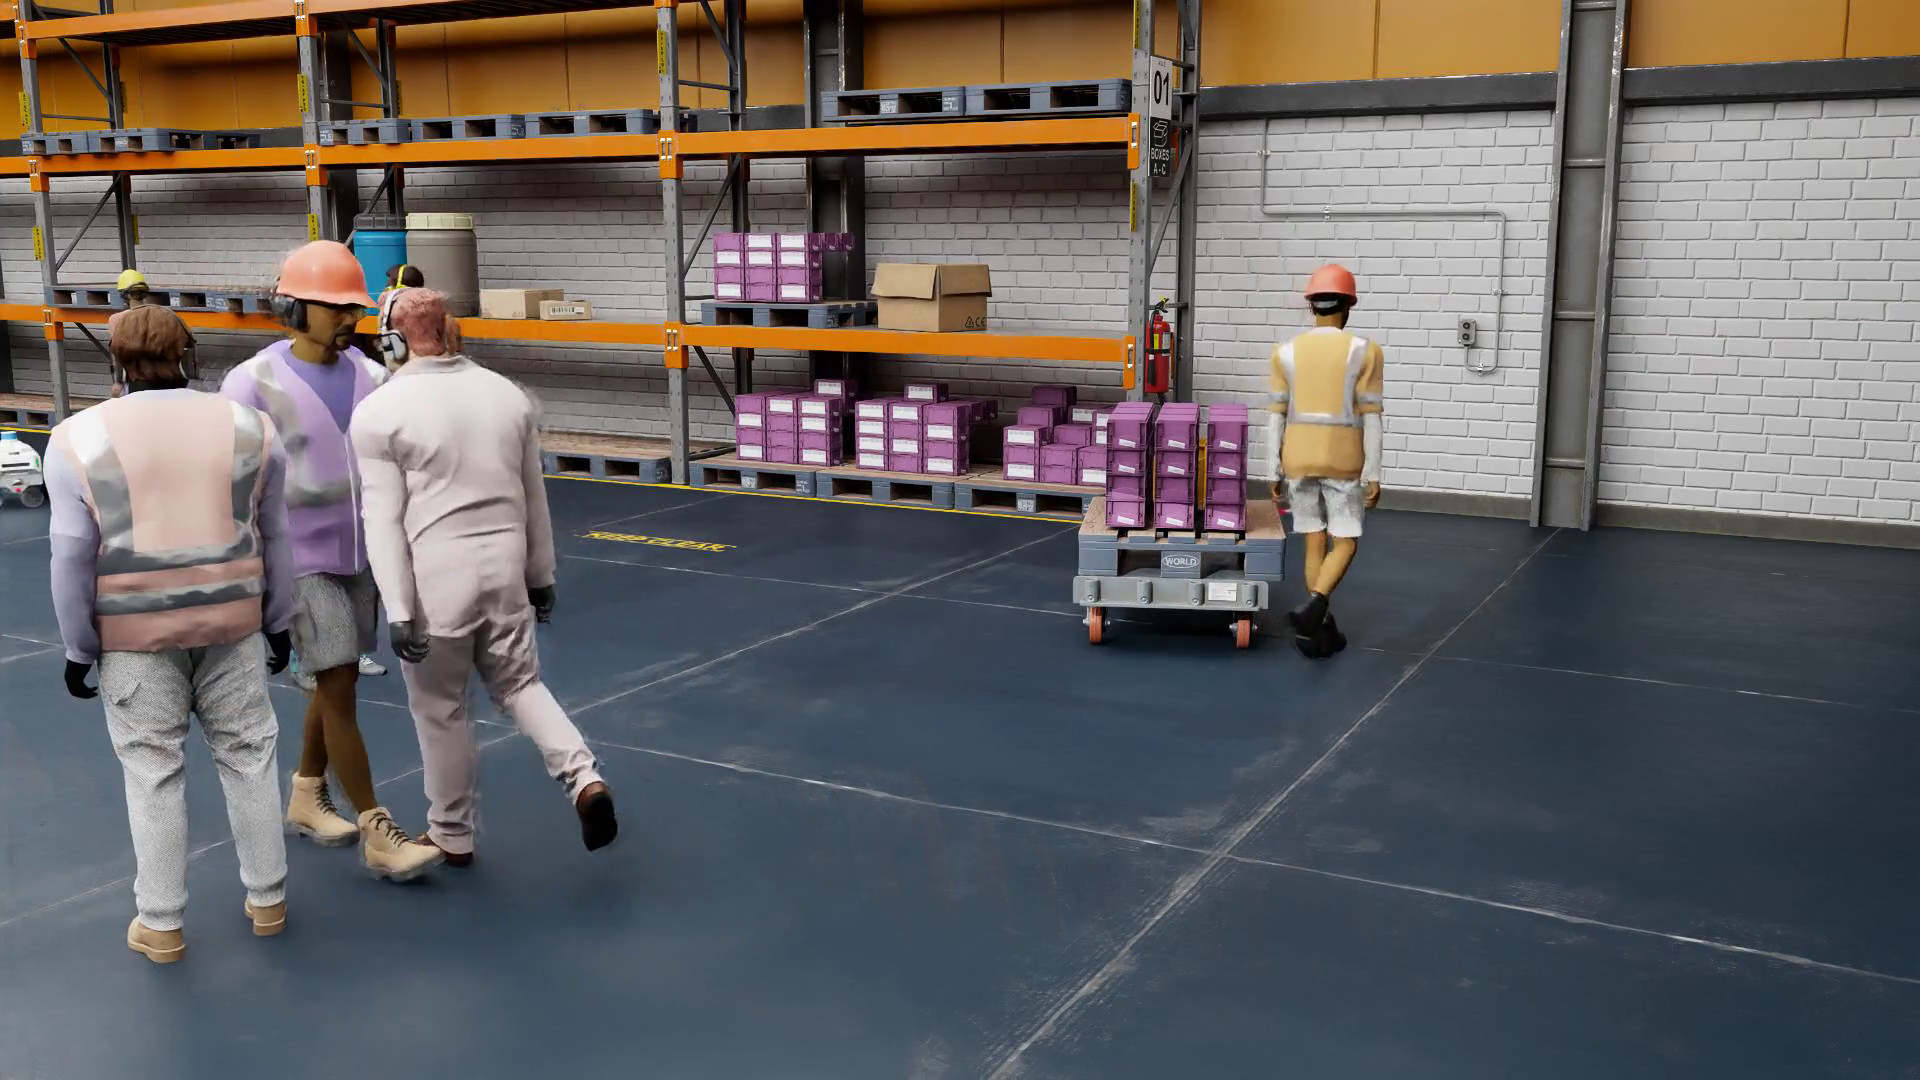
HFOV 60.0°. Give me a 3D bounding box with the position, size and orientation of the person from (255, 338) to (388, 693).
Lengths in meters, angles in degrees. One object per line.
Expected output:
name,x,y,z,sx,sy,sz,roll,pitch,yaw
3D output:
person,-2.892,-0.258,7.519,0.390,1.847,0.563,6,12,29

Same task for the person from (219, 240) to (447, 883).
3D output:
person,-1.957,0.063,5.322,0.863,2.003,0.632,6,12,29

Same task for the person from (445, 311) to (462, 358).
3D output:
person,-2.695,-0.387,8.797,0.310,1.638,0.523,-3,11,-15

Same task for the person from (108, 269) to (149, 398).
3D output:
person,-6.510,-1.260,13.238,0.329,1.765,0.533,6,12,28

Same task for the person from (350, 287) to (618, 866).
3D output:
person,-1.493,0.155,5.187,0.739,1.875,0.664,8,13,36

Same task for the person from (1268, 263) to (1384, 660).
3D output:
person,1.704,-0.350,7.876,0.558,1.904,0.705,5,12,27

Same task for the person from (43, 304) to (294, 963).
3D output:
person,-2.204,0.263,4.697,0.629,1.836,0.429,-8,13,-37

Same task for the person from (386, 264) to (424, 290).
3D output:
person,-3.404,-0.795,10.498,0.562,1.884,0.573,0,10,0

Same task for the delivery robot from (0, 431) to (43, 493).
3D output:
delivery robot,-7.155,-0.576,12.550,0.477,0.478,0.707,-7,12,-33
